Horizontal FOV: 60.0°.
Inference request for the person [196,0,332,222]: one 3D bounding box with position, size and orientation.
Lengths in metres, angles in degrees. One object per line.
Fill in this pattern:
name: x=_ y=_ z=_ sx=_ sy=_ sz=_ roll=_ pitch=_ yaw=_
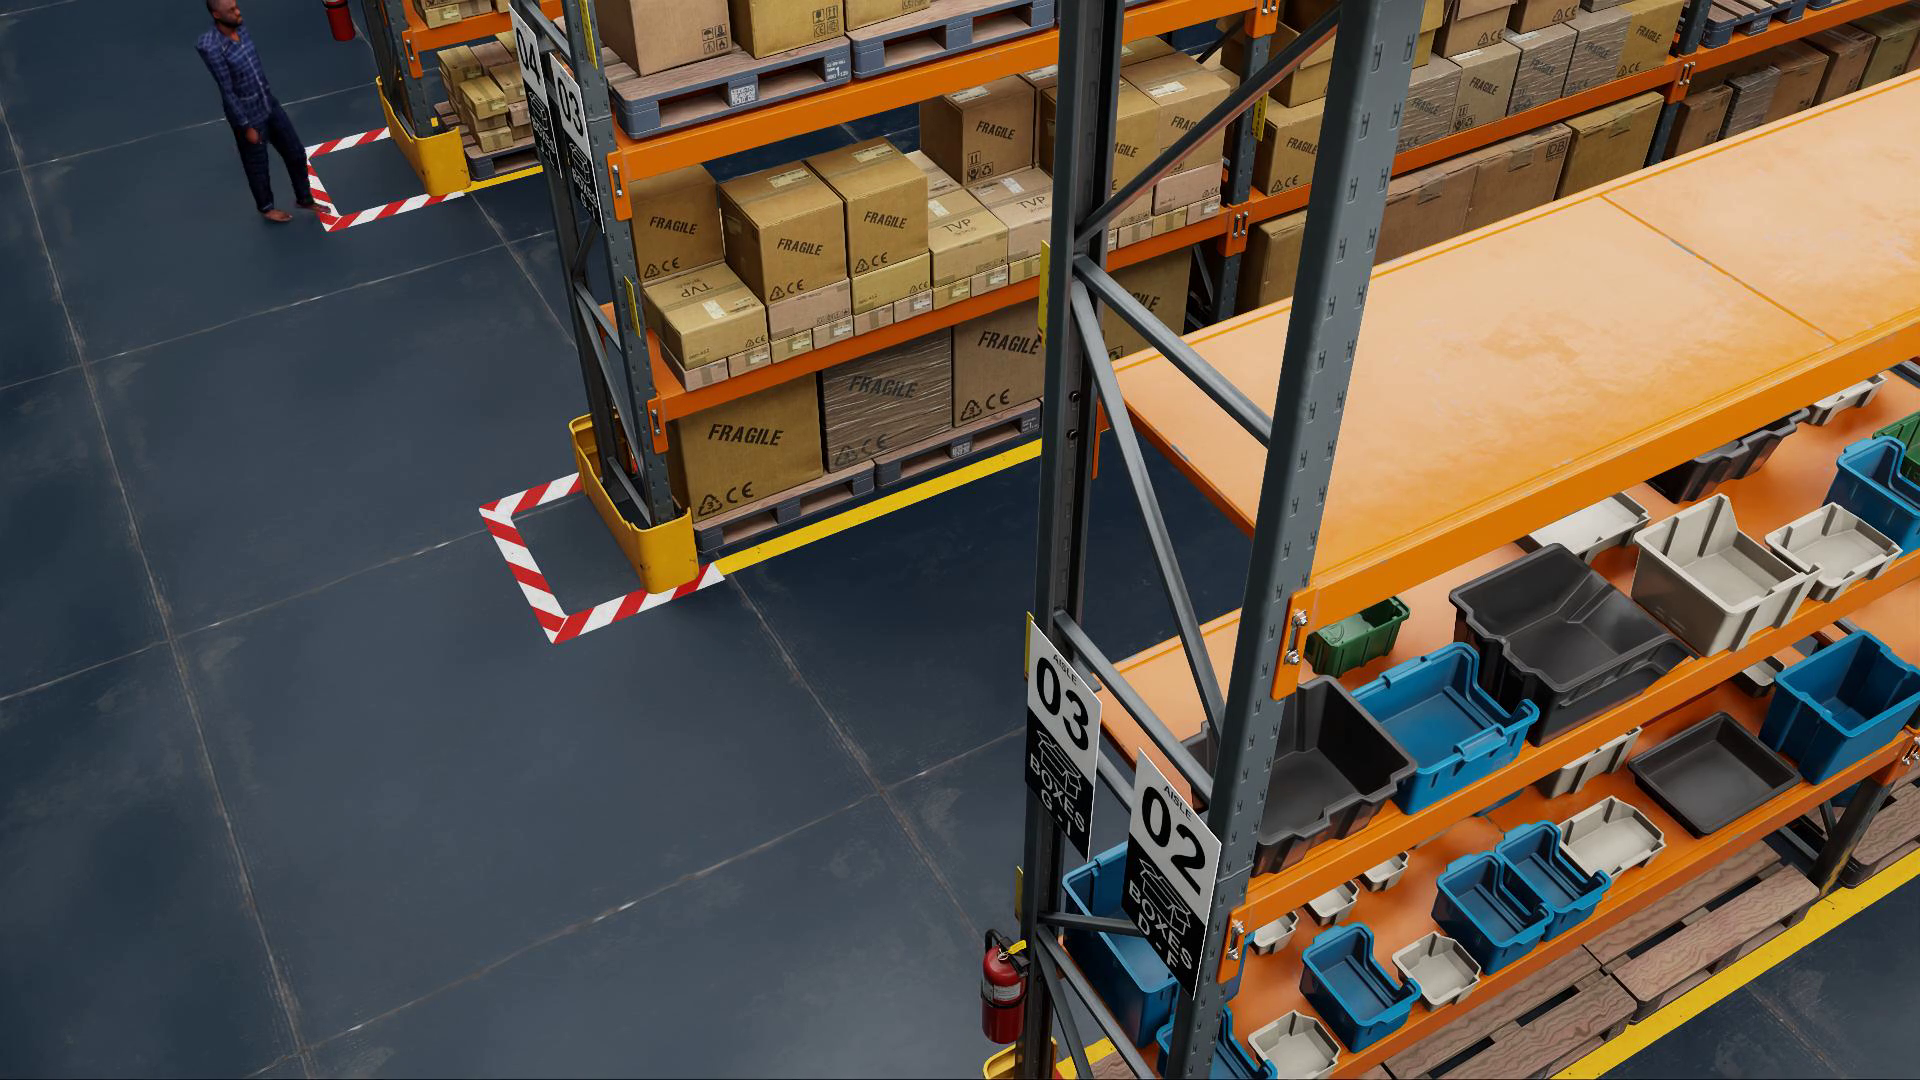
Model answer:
person: x=-5.254 y=-3.139 z=12.148 sx=0.951 sy=1.808 sz=0.894 roll=13 pitch=45 yaw=14
